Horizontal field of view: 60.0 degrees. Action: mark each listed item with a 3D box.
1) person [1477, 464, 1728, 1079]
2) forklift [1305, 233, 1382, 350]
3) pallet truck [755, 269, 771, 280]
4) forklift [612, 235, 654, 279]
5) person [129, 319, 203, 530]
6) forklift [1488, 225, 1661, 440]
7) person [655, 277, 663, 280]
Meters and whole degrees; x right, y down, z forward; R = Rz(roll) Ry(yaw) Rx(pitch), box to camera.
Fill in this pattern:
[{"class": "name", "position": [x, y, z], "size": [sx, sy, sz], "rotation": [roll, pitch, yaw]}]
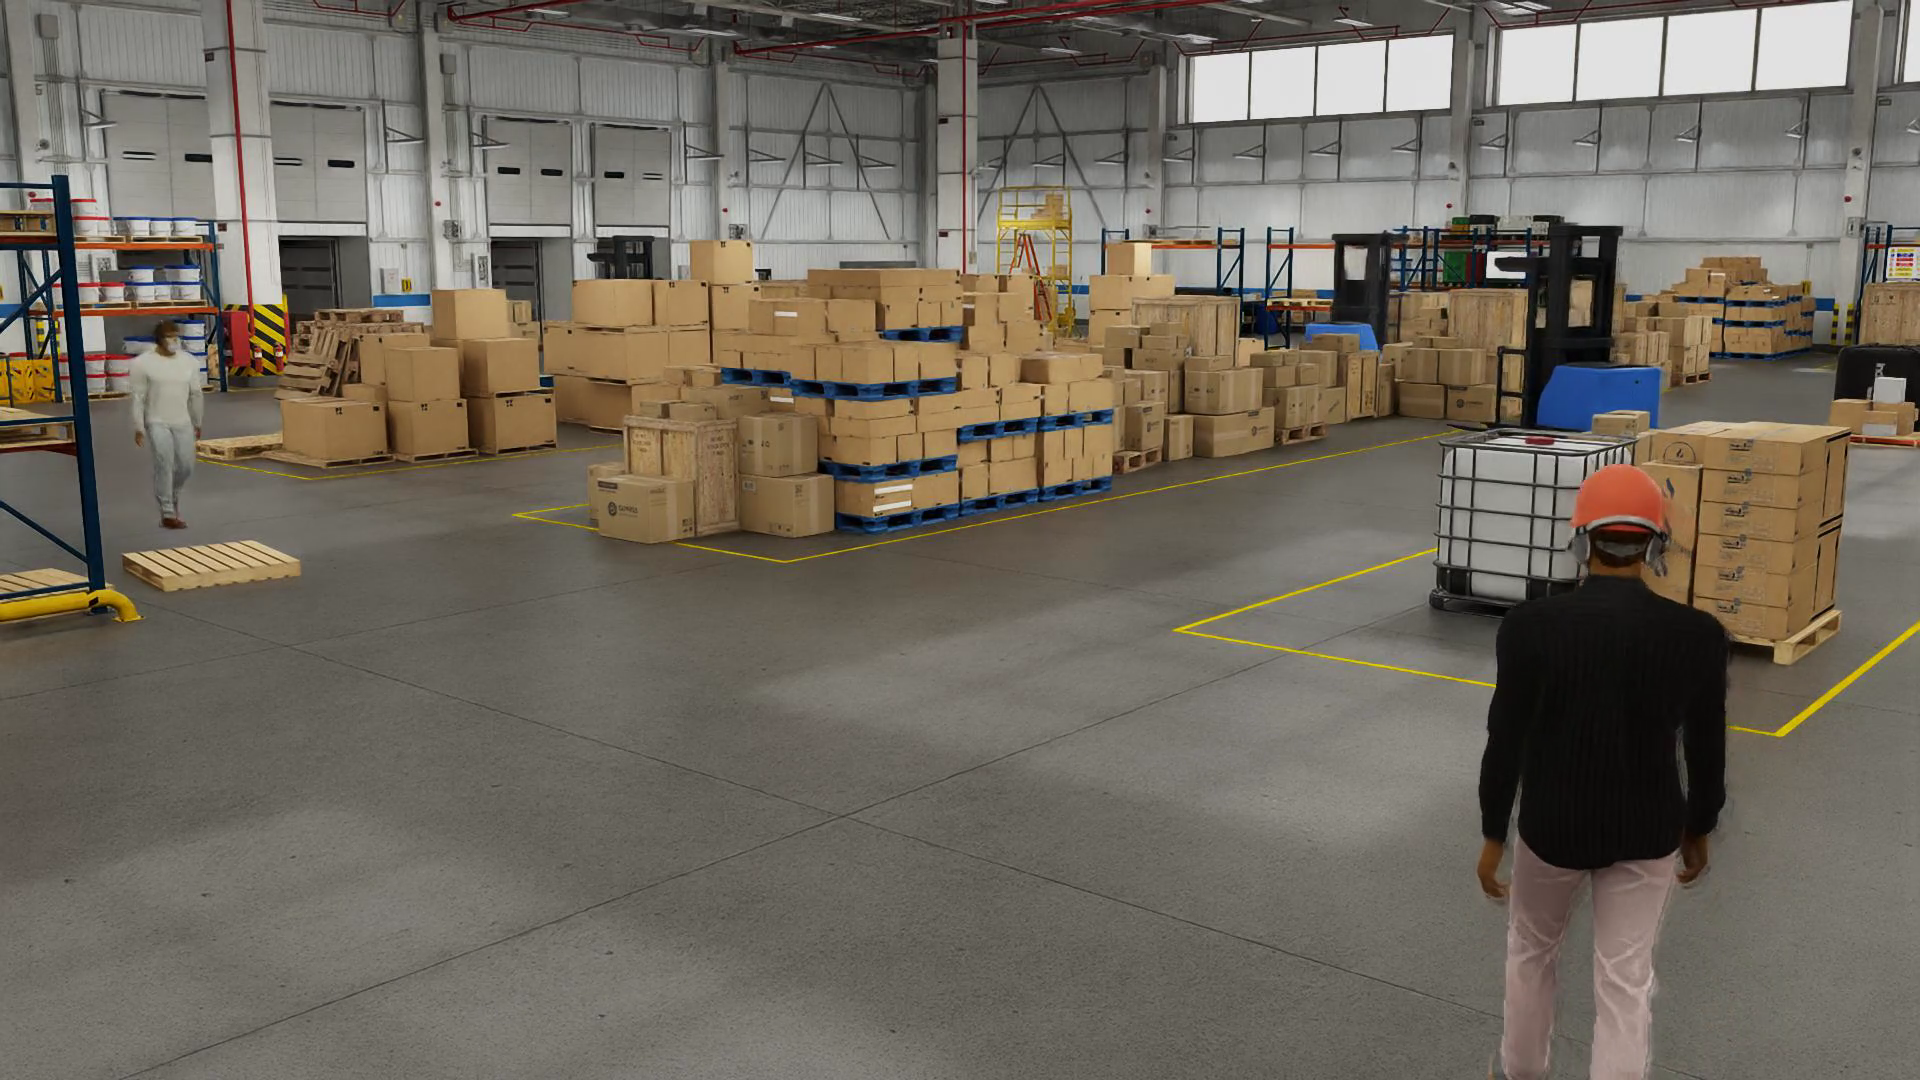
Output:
[{"class": "person", "position": [1.763, 0.762, 4.641], "size": [0.663, 1.960, 0.858], "rotation": [2, 10, 10]}, {"class": "forklift", "position": [7.684, -4.573, 32.429], "size": [1.873, 2.768, 1.129], "rotation": [-9, 14, -42]}, {"class": "pallet truck", "position": [-4.996, -6.432, 45.525], "size": [1.885, 1.965, 0.823], "rotation": [-6, 12, -32]}, {"class": "forklift", "position": [-7.297, -5.450, 37.421], "size": [1.873, 2.768, 1.129], "rotation": [8, 13, 40]}, {"class": "person", "position": [-7.229, -1.058, 15.159], "size": [0.532, 1.916, 0.671], "rotation": [8, 13, 38]}, {"class": "forklift", "position": [7.849, -2.577, 21.065], "size": [1.129, 2.768, 1.873], "rotation": [-5, 11, -24]}, {"class": "person", "position": [-6.491, -4.722, 36.008], "size": [0.635, 1.927, 0.372], "rotation": [-4, 11, -23]}]
